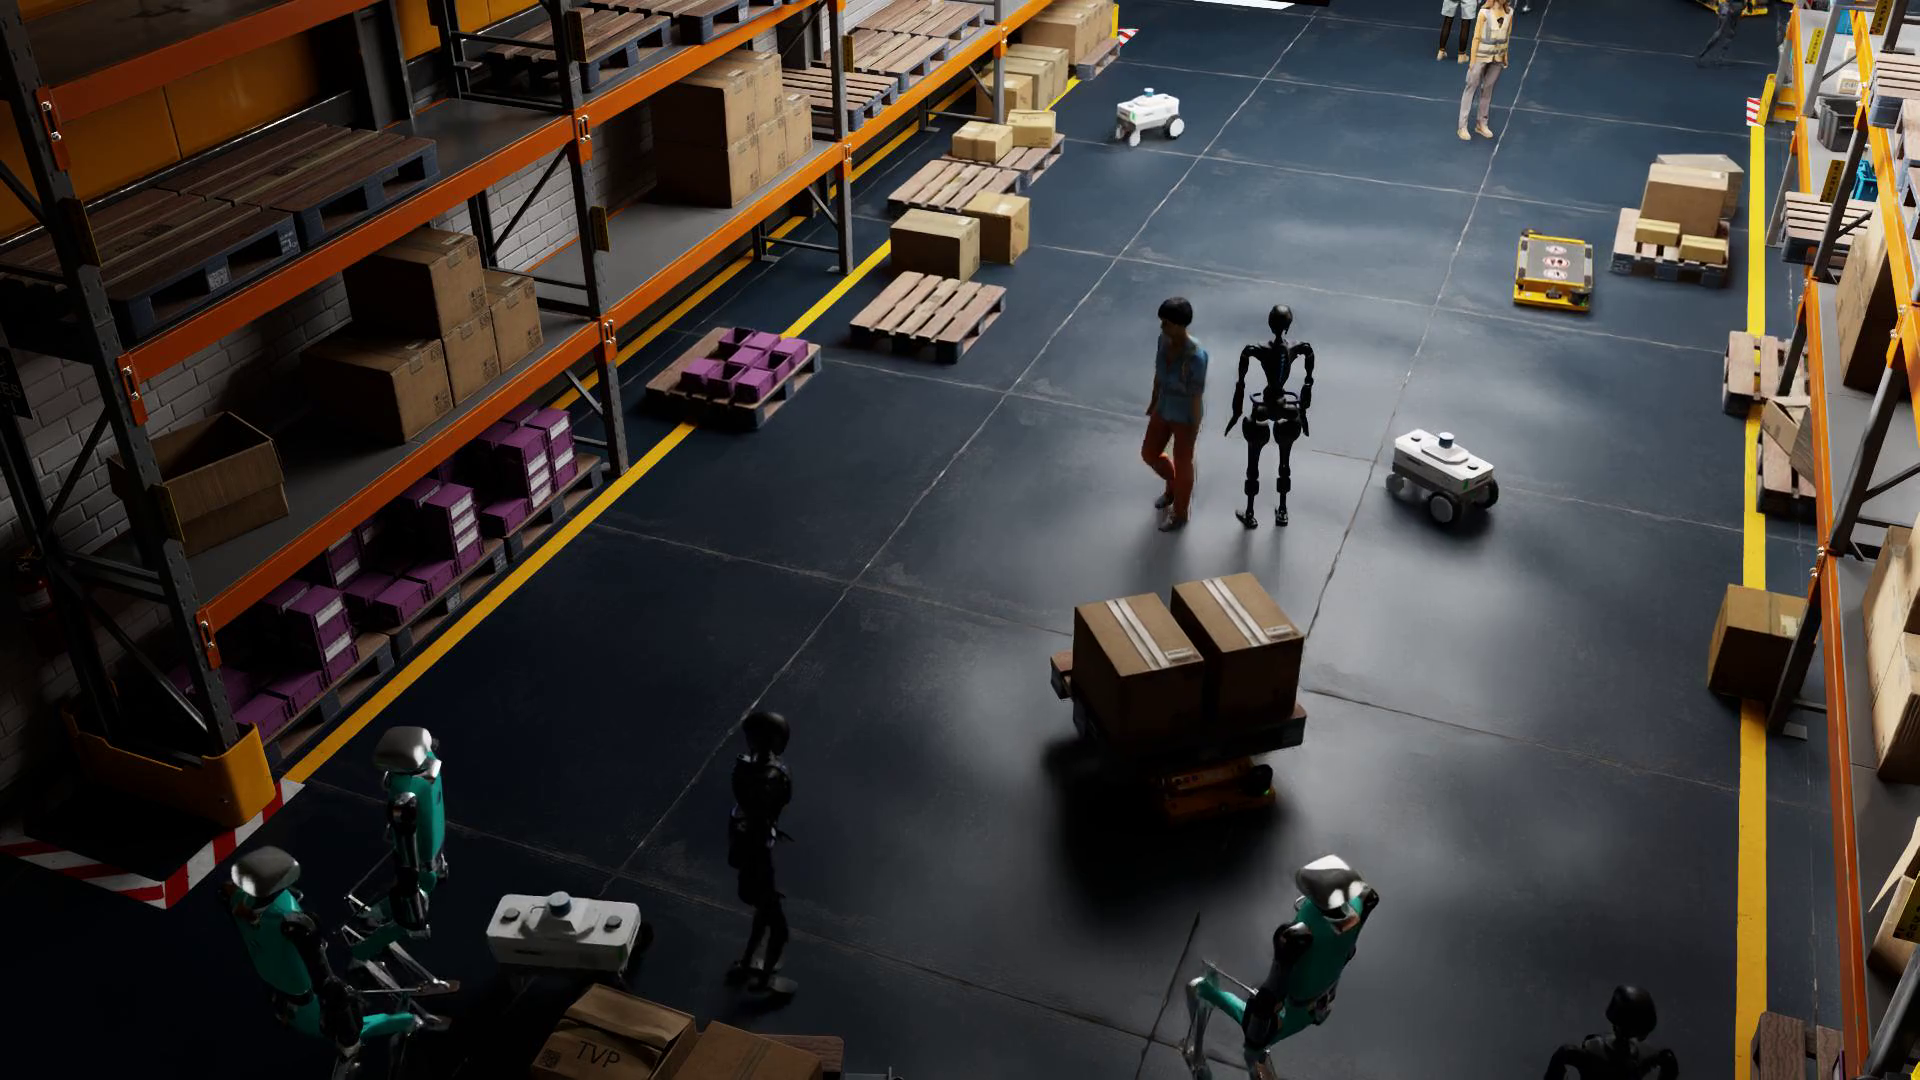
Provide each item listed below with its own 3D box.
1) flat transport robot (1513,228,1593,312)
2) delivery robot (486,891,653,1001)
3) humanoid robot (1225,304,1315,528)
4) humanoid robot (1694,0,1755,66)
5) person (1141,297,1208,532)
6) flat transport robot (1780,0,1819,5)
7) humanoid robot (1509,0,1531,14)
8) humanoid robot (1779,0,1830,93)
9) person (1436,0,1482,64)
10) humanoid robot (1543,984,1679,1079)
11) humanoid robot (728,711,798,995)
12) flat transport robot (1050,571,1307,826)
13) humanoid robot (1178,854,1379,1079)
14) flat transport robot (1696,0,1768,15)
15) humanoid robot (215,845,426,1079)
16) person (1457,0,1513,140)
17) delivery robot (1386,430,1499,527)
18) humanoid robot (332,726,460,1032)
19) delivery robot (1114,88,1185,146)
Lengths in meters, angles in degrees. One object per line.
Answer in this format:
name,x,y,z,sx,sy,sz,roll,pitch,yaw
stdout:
flat transport robot,5.529,-2.521,15.494,0.659,0.231,1.431,10,34,15
delivery robot,-1.915,2.001,8.247,0.784,0.612,0.499,3,33,5
humanoid robot,2.168,-0.869,11.626,0.599,1.657,0.315,-2,33,-4
humanoid robot,9.615,-6.728,20.713,0.601,1.647,0.463,-23,39,-31
person,1.498,-0.884,11.590,0.365,1.753,0.535,-19,37,-27
flat transport robot,12.195,-7.905,23.826,1.431,0.231,0.659,-25,40,-33
humanoid robot,7.802,-7.980,22.697,0.542,1.899,0.723,20,38,27
humanoid robot,10.073,-6.179,19.811,0.704,1.812,0.543,23,39,31
person,6.315,-6.853,20.889,0.535,1.691,0.319,20,38,28
humanoid robot,2.463,2.399,6.623,0.616,1.618,0.774,-1,33,-2
humanoid robot,-0.969,1.506,7.974,0.386,1.651,0.591,-4,33,-6
flat transport robot,1.261,1.110,9.873,0.659,0.231,1.431,-10,34,-15
humanoid robot,1.282,1.932,7.301,0.539,1.764,1.034,-23,39,-31
flat transport robot,10.714,-7.686,23.487,0.659,0.231,1.431,-5,33,-8
humanoid robot,-2.695,1.964,7.222,0.554,1.805,0.774,18,37,25
person,5.879,-5.346,18.473,0.468,1.778,0.323,-9,34,-13
delivery robot,3.513,-0.479,12.086,0.499,0.612,0.796,-22,39,-30
humanoid robot,-2.667,1.582,7.711,0.720,1.706,0.530,-1,33,-2
delivery robot,2.119,-4.787,18.721,0.769,0.577,0.499,-20,38,-28
